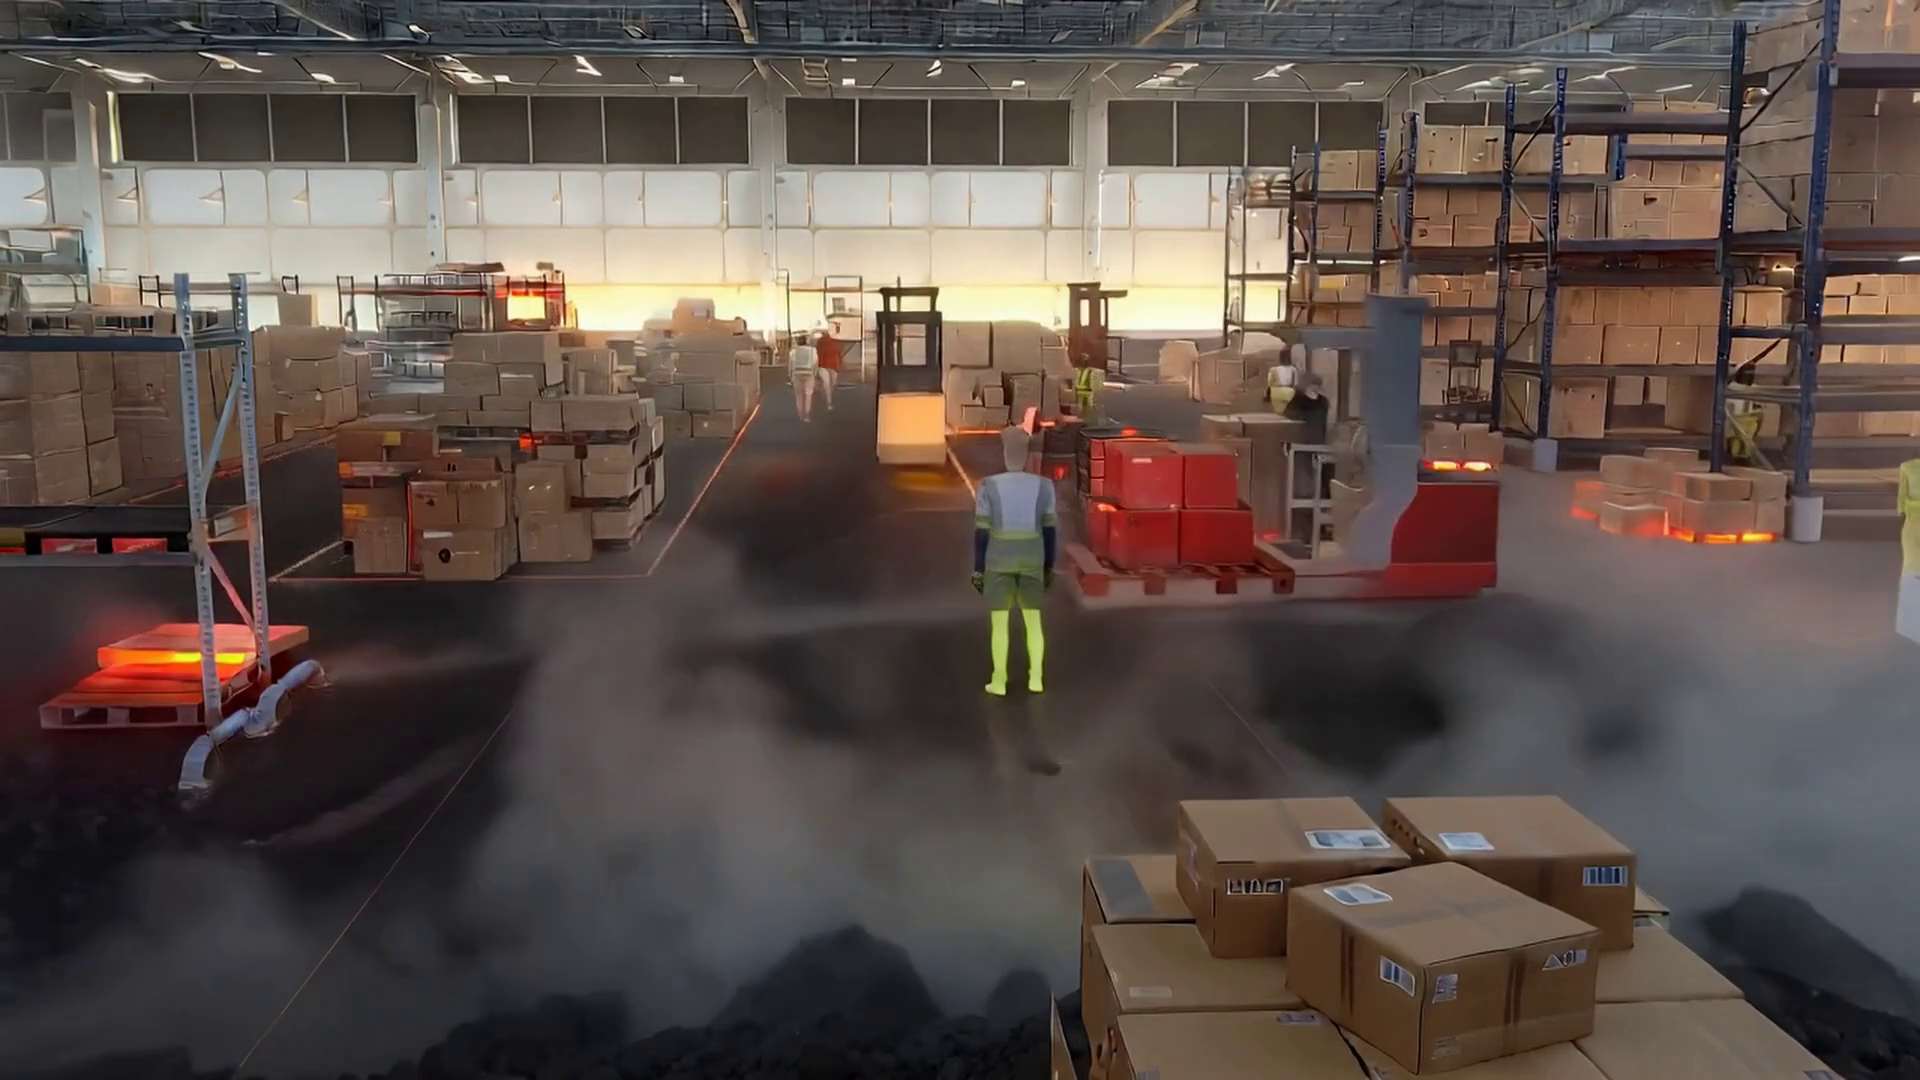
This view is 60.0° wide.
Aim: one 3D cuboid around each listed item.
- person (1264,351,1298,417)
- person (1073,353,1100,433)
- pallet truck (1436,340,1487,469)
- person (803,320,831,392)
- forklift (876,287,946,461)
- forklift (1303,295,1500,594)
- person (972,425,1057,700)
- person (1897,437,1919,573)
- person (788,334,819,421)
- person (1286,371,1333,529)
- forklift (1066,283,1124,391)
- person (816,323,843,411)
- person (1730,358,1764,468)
[{"bbox_3d":[5.832,-2.600,30.189,0.541,1.646,0.863,-1,9,-7],"label":"person"},{"bbox_3d":[2.276,-2.572,30.093,0.525,1.625,0.576,8,12,40],"label":"person"},{"bbox_3d":[8.004,-2.170,26.422,0.823,1.965,1.885,2,9,14],"label":"pallet truck"},{"bbox_3d":[-3.769,-4.761,43.122,1.050,1.883,0.539,-3,10,-18],"label":"person"},{"bbox_3d":[-0.819,-2.768,27.408,1.129,2.768,1.873,-1,9,-4],"label":"forklift"},{"bbox_3d":[4.148,-0.951,16.003,1.873,2.768,1.129,-1,9,-4],"label":"forklift"},{"bbox_3d":[0.389,0.161,11.880,0.614,1.964,0.361,-2,9,-12],"label":"person"},{"bbox_3d":[8.935,-0.202,15.338,0.534,1.595,0.849,7,11,37],"label":"person"},{"bbox_3d":[-3.233,-3.343,34.347,0.636,1.819,0.782,-1,9,-8],"label":"person"},{"bbox_3d":[4.175,-1.112,20.134,0.643,1.891,1.040,-5,10,-27],"label":"person"},{"bbox_3d":[3.193,-5.261,43.062,1.129,2.768,1.873,-9,12,-43],"label":"forklift"},{"bbox_3d":[-2.946,-3.904,37.393,0.621,1.973,0.783,-3,10,-18],"label":"person"},{"bbox_3d":[10.327,-1.421,21.903,0.359,1.938,0.545,-1,9,-8],"label":"person"}]
